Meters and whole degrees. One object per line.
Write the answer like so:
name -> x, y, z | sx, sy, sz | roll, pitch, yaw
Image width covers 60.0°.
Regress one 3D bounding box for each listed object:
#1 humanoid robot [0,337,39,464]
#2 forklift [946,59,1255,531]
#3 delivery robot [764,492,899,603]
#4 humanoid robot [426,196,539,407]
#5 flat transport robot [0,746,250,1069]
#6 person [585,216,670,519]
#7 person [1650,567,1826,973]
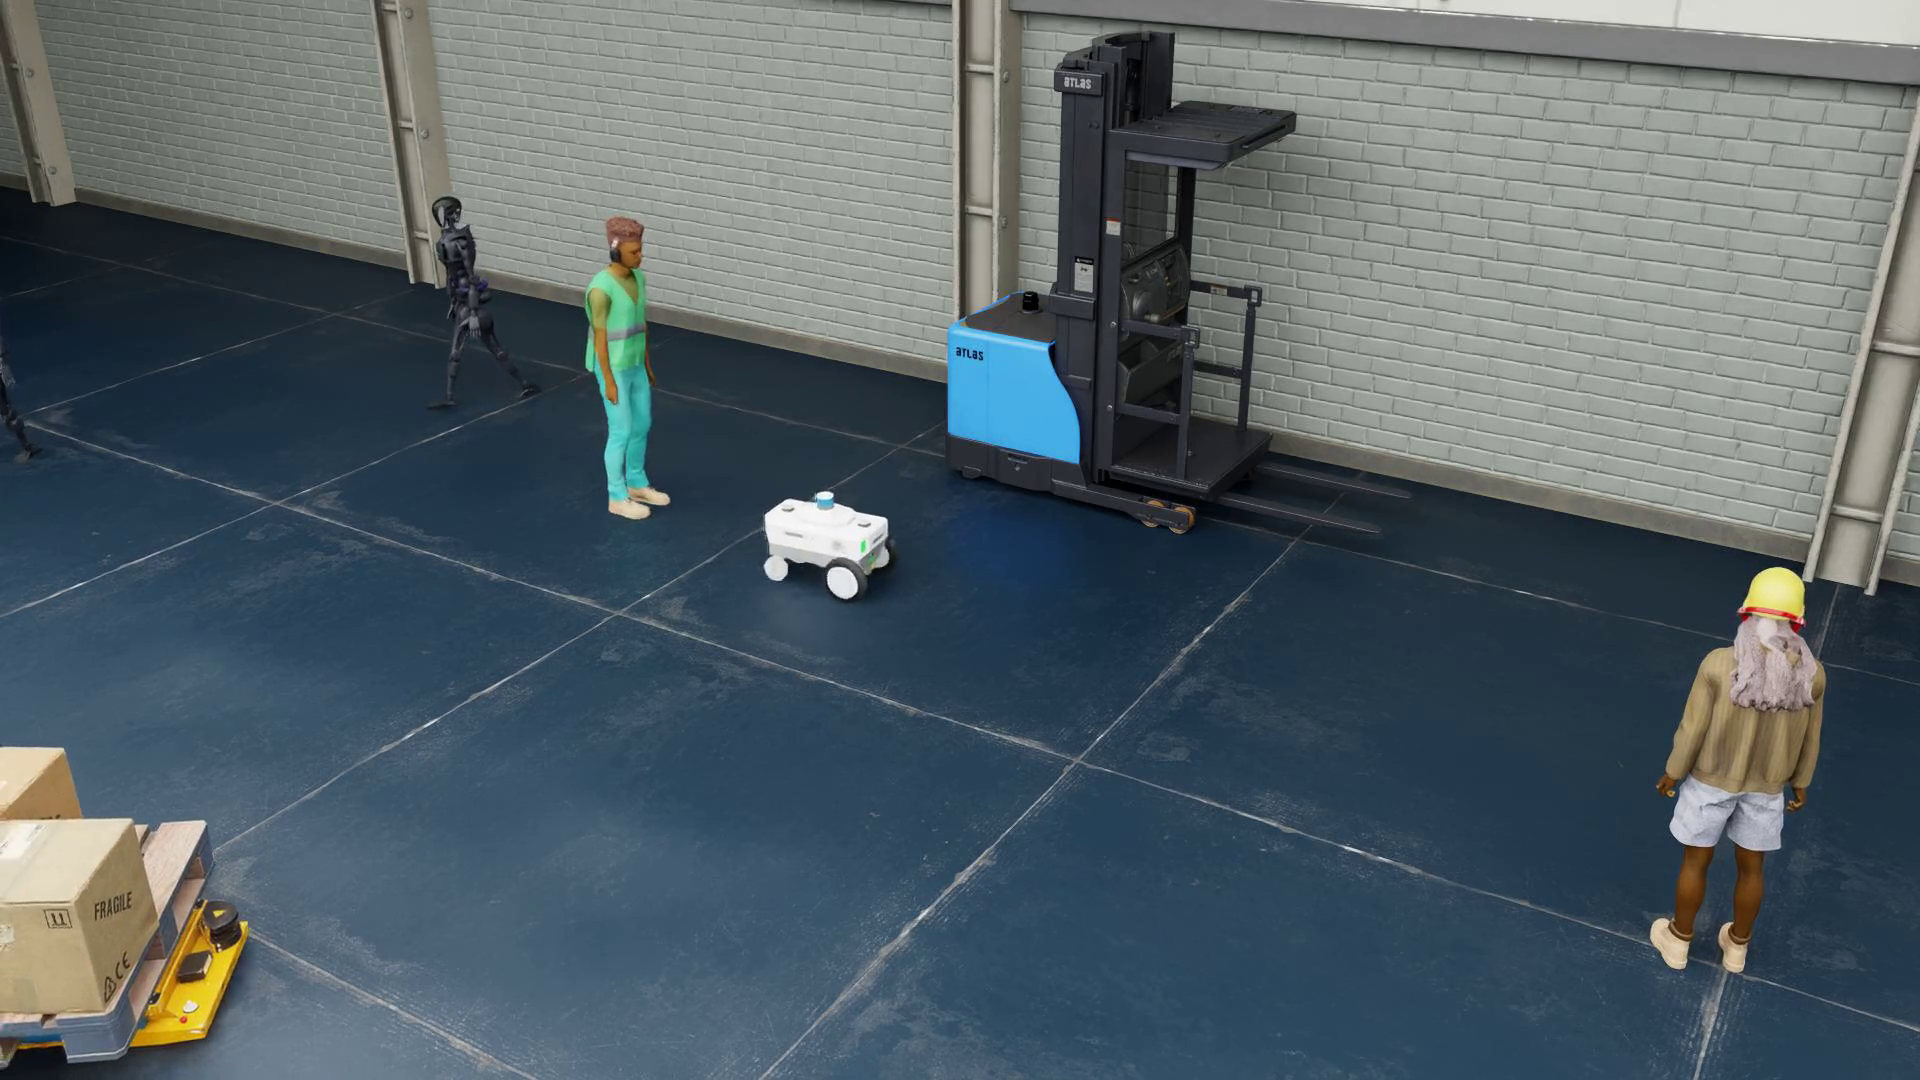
humanoid robot -> -6.670, -1.197, 11.203 | 0.609, 1.628, 0.787 | 3, 25, 6
forklift -> 0.933, -1.707, 10.833 | 1.873, 2.768, 1.129 | 15, 29, 28
delivery robot -> -0.782, 0.009, 9.908 | 0.802, 0.598, 0.499 | 11, 28, 22
humanoid robot -> -3.652, -1.773, 12.446 | 0.844, 1.619, 0.589 | -17, 30, -31
flat transport robot -> -3.642, 1.746, 6.565 | 1.431, 0.231, 0.659 | -3, 25, -6
person -> -2.137, -1.096, 10.593 | 0.450, 1.965, 0.491 | 10, 27, 21
person -> 3.058, 0.934, 6.534 | 0.547, 1.760, 0.405 | 4, 26, 8
